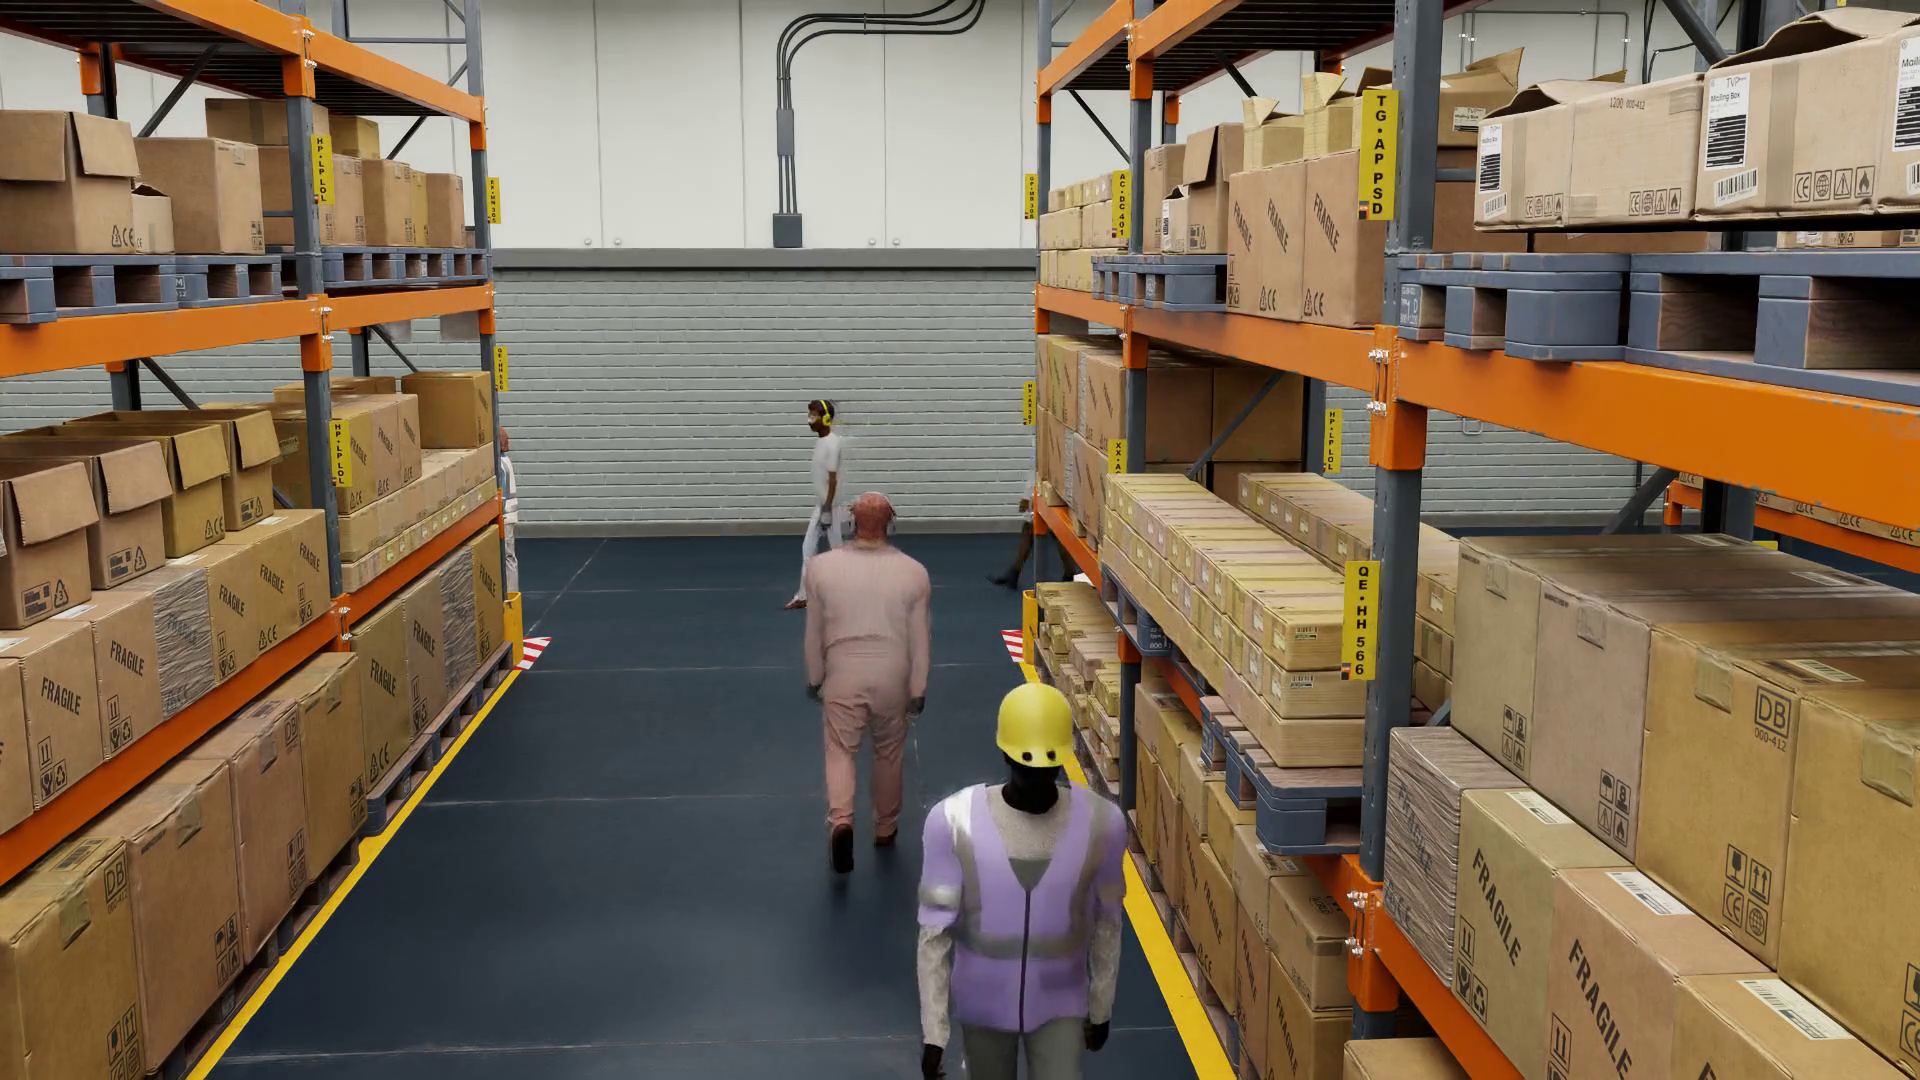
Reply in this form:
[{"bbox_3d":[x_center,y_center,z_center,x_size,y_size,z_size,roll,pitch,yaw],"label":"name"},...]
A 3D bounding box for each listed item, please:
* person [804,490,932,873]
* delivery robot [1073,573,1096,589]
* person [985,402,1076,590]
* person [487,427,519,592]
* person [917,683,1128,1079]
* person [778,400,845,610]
[{"bbox_3d":[-0.459,0.694,8.305,0.645,1.885,0.797,0,10,-1],"label":"person"},{"bbox_3d":[1.280,0.411,13.619,0.707,0.478,0.477,8,12,39],"label":"delivery robot"},{"bbox_3d":[0.650,-0.440,14.934,0.931,1.893,0.567,1,10,3],"label":"person"},{"bbox_3d":[-3.862,-0.143,13.963,0.308,1.639,0.523,-2,10,-10],"label":"person"},{"bbox_3d":[0.179,1.323,4.653,0.599,1.872,0.993,0,10,0],"label":"person"},{"bbox_3d":[-1.127,-0.283,14.326,0.856,1.854,0.530,-4,10,-22],"label":"person"}]
